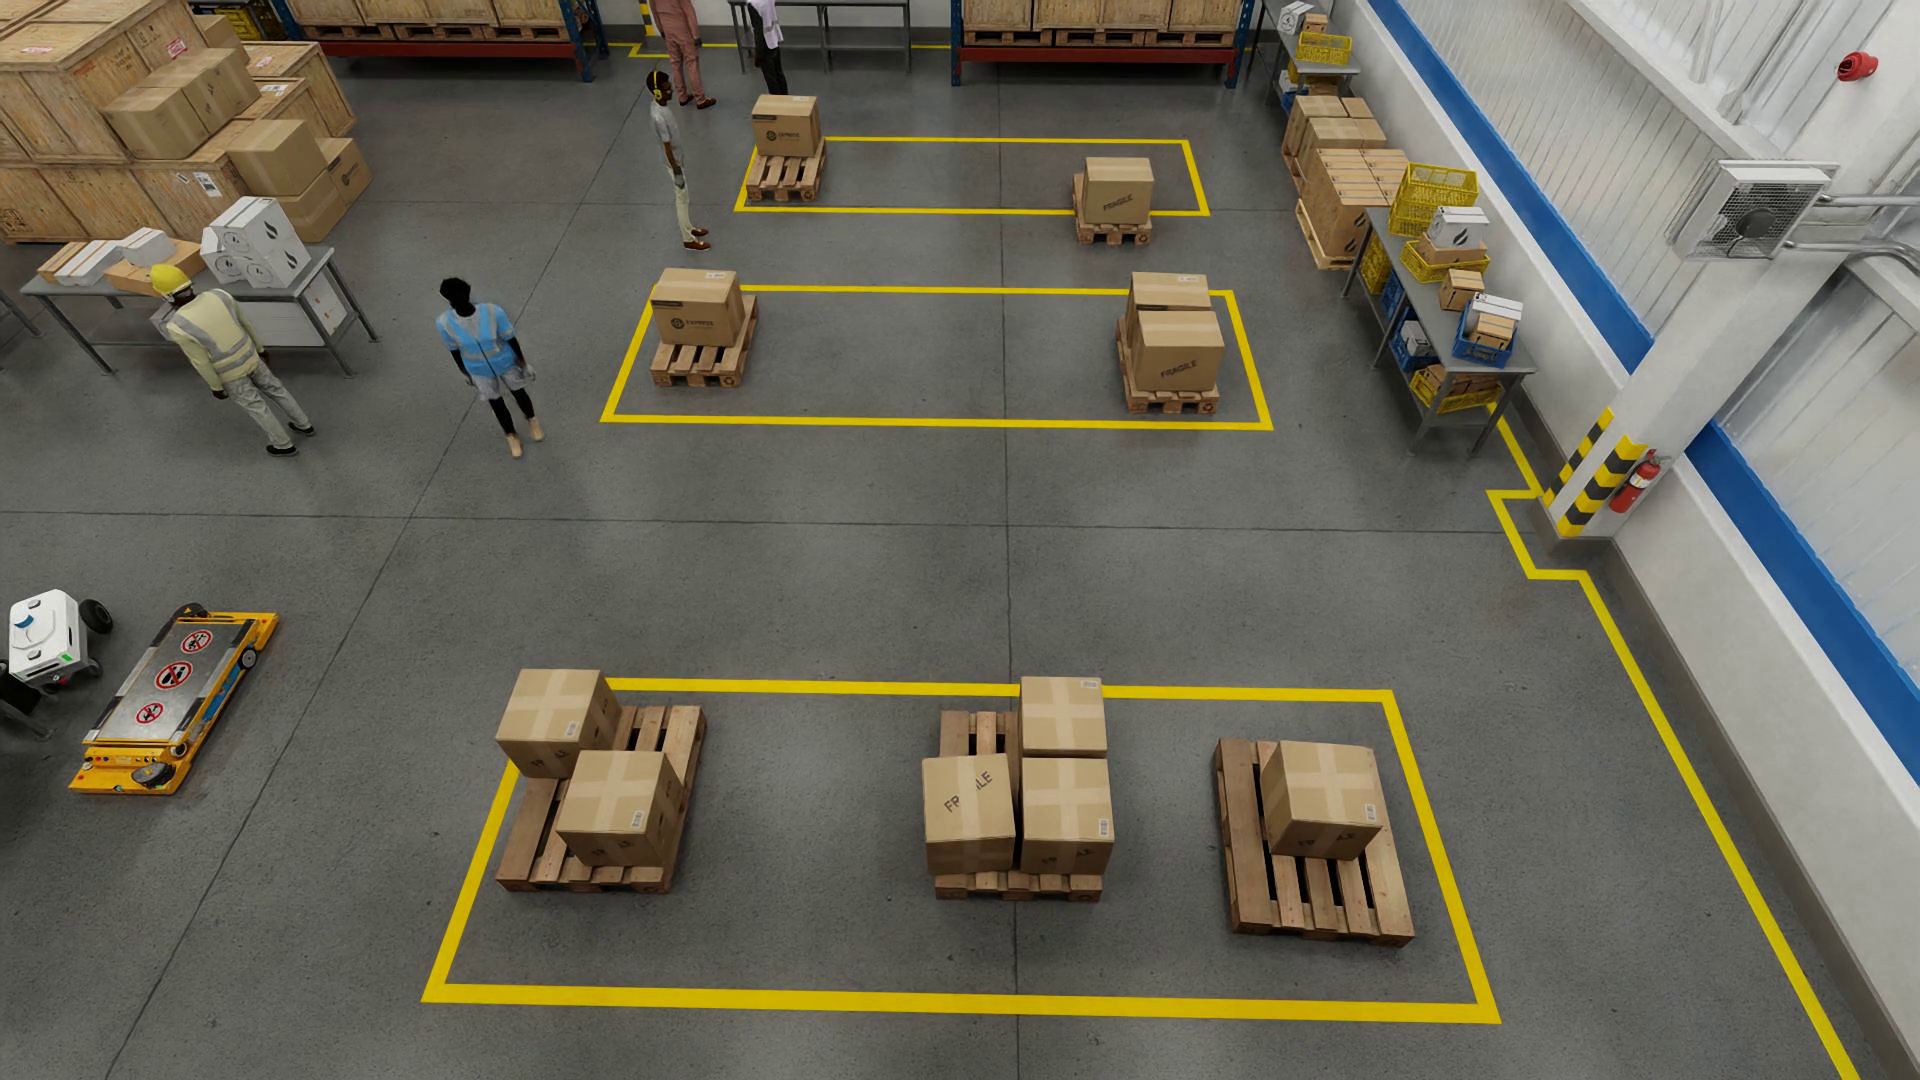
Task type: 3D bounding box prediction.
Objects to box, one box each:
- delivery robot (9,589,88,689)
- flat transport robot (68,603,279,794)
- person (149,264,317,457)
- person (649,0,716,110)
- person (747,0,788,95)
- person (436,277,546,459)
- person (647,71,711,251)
[{"bbox_3d":[-6.504,0.694,6.518,0.477,0.478,0.707,-27,55,-21],"label":"delivery robot"},{"bbox_3d":[-5.504,1.072,6.442,0.652,0.197,1.431,1,50,1],"label":"flat transport robot"},{"bbox_3d":[-6.004,-1.459,7.567,0.404,1.830,0.603,9,50,8],"label":"person"},{"bbox_3d":[-3.630,-6.618,11.885,0.655,1.906,0.407,20,53,16],"label":"person"},{"bbox_3d":[-2.432,-6.251,11.566,0.391,1.920,0.587,11,51,9],"label":"person"},{"bbox_3d":[-3.896,-1.445,7.649,0.539,1.694,0.361,-20,53,-17],"label":"person"},{"bbox_3d":[-2.987,-3.987,9.683,0.313,1.869,0.539,-11,51,-9],"label":"person"}]
